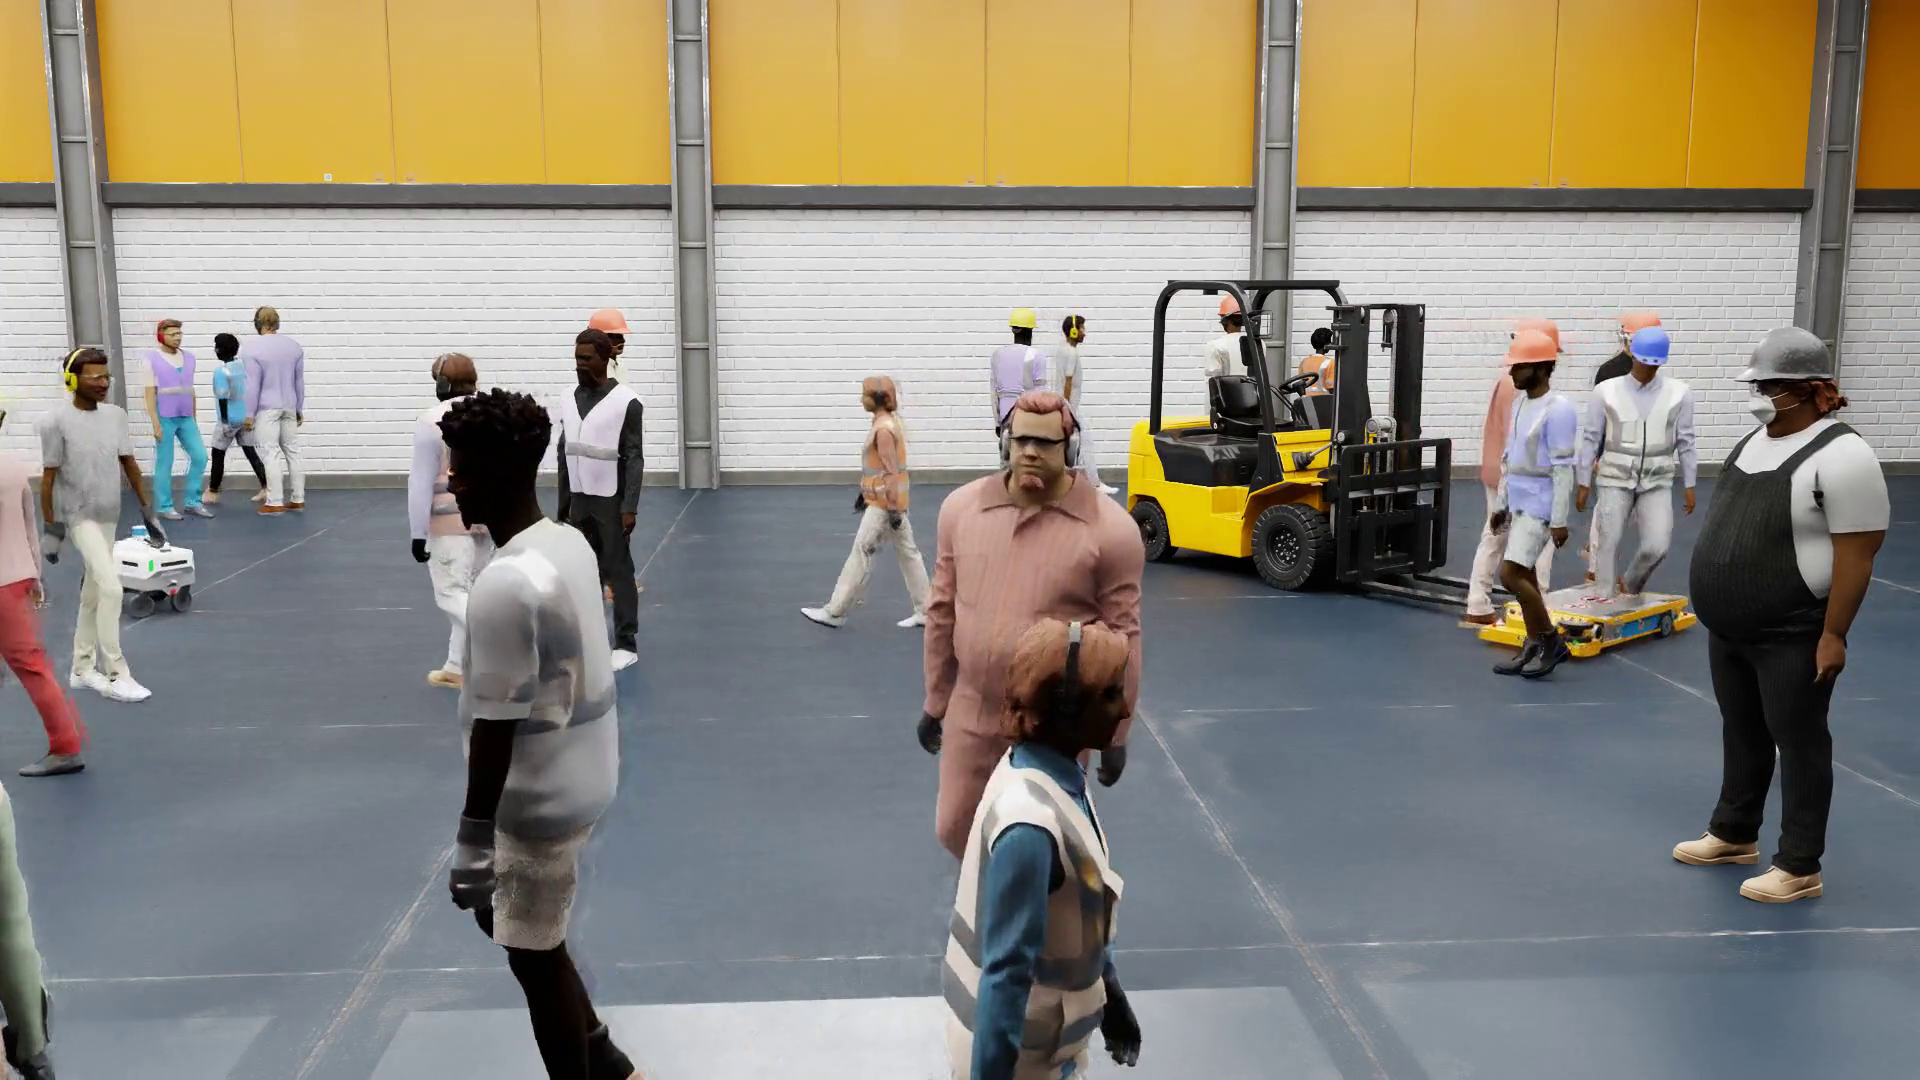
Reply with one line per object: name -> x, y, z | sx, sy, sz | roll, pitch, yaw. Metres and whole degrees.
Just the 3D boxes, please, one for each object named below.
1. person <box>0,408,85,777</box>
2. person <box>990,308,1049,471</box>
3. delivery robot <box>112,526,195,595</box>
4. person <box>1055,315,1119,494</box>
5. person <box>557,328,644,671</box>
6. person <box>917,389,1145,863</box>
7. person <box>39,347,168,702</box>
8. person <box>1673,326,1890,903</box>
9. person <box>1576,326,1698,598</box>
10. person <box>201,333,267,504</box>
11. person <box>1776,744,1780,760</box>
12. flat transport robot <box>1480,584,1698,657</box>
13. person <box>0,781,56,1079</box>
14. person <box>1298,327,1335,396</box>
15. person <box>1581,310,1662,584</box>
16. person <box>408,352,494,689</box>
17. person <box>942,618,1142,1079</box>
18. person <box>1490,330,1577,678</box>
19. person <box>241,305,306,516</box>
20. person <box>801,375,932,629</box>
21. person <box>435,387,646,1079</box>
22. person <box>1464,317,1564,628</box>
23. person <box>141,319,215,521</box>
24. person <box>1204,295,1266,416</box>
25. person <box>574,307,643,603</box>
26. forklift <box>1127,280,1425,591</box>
person -> -4.313, 0.200, 7.268 | 0.871, 1.724, 0.536 | -1, 9, -7
person -> 0.538, -1.075, 14.667 | 0.587, 1.927, 0.367 | 6, 11, 35
delivery robot -> -5.384, 0.151, 10.970 | 0.707, 0.478, 0.477 | 6, 11, 33
person -> 1.086, -1.348, 16.723 | 0.967, 1.827, 0.538 | -2, 9, -10
person -> -2.027, -0.231, 9.386 | 0.593, 1.921, 0.392 | 5, 10, 30
person -> 0.202, 0.493, 4.926 | 0.689, 1.890, 0.673 | 4, 10, 24
person -> -4.448, -0.079, 8.707 | 0.802, 1.839, 0.517 | 3, 9, 16
person -> 2.882, 0.256, 5.949 | 0.538, 2.000, 0.689 | -2, 9, -10
person -> 4.104, -0.343, 10.105 | 0.697, 1.912, 0.512 | 2, 9, 13
person -> -7.042, -1.173, 16.100 | 0.750, 1.664, 0.534 | 2, 9, 14
person -> 3.573, 0.258, 7.324 | 0.823, 1.598, 0.512 | -9, 13, -43
flat transport robot -> 3.859, 0.469, 10.154 | 1.431, 0.197, 0.652 | -8, 12, -40
person -> -1.866, 0.963, 2.902 | 0.806, 1.600, 0.537 | 8, 12, 41
person -> 3.626, -1.303, 16.837 | 0.320, 1.694, 0.531 | -5, 10, -27
person -> 4.684, -0.633, 11.753 | 0.651, 1.968, 0.475 | -6, 11, -32
person -> -2.539, -0.066, 8.689 | 0.793, 1.815, 0.663 | 6, 11, 32
person -> 0.231, 0.936, 3.047 | 0.840, 1.591, 0.516 | 0, 9, 2
person -> 3.104, -0.177, 9.070 | 0.417, 1.921, 0.558 | 0, 9, -2
person -> -6.324, -1.191, 15.353 | 0.352, 1.937, 0.635 | 5, 10, 29
person -> -0.538, -0.223, 10.360 | 0.862, 1.594, 0.519 | 1, 9, 3
person -> -1.039, 0.607, 4.018 | 0.415, 1.947, 0.623 | 0, 9, -1
person -> 3.525, -0.385, 10.263 | 0.784, 1.946, 0.626 | 1, 9, 6
person -> -7.025, -1.069, 14.942 | 0.638, 1.821, 0.595 | 4, 10, 22
person -> 2.399, -1.141, 14.715 | 0.608, 2.044, 0.370 | -4, 10, -24
person -> -2.397, -0.584, 11.365 | 0.391, 1.995, 0.613 | 2, 9, 15
forklift -> 2.301, -0.860, 12.475 | 1.214, 2.155, 2.313 | -6, 11, -35
